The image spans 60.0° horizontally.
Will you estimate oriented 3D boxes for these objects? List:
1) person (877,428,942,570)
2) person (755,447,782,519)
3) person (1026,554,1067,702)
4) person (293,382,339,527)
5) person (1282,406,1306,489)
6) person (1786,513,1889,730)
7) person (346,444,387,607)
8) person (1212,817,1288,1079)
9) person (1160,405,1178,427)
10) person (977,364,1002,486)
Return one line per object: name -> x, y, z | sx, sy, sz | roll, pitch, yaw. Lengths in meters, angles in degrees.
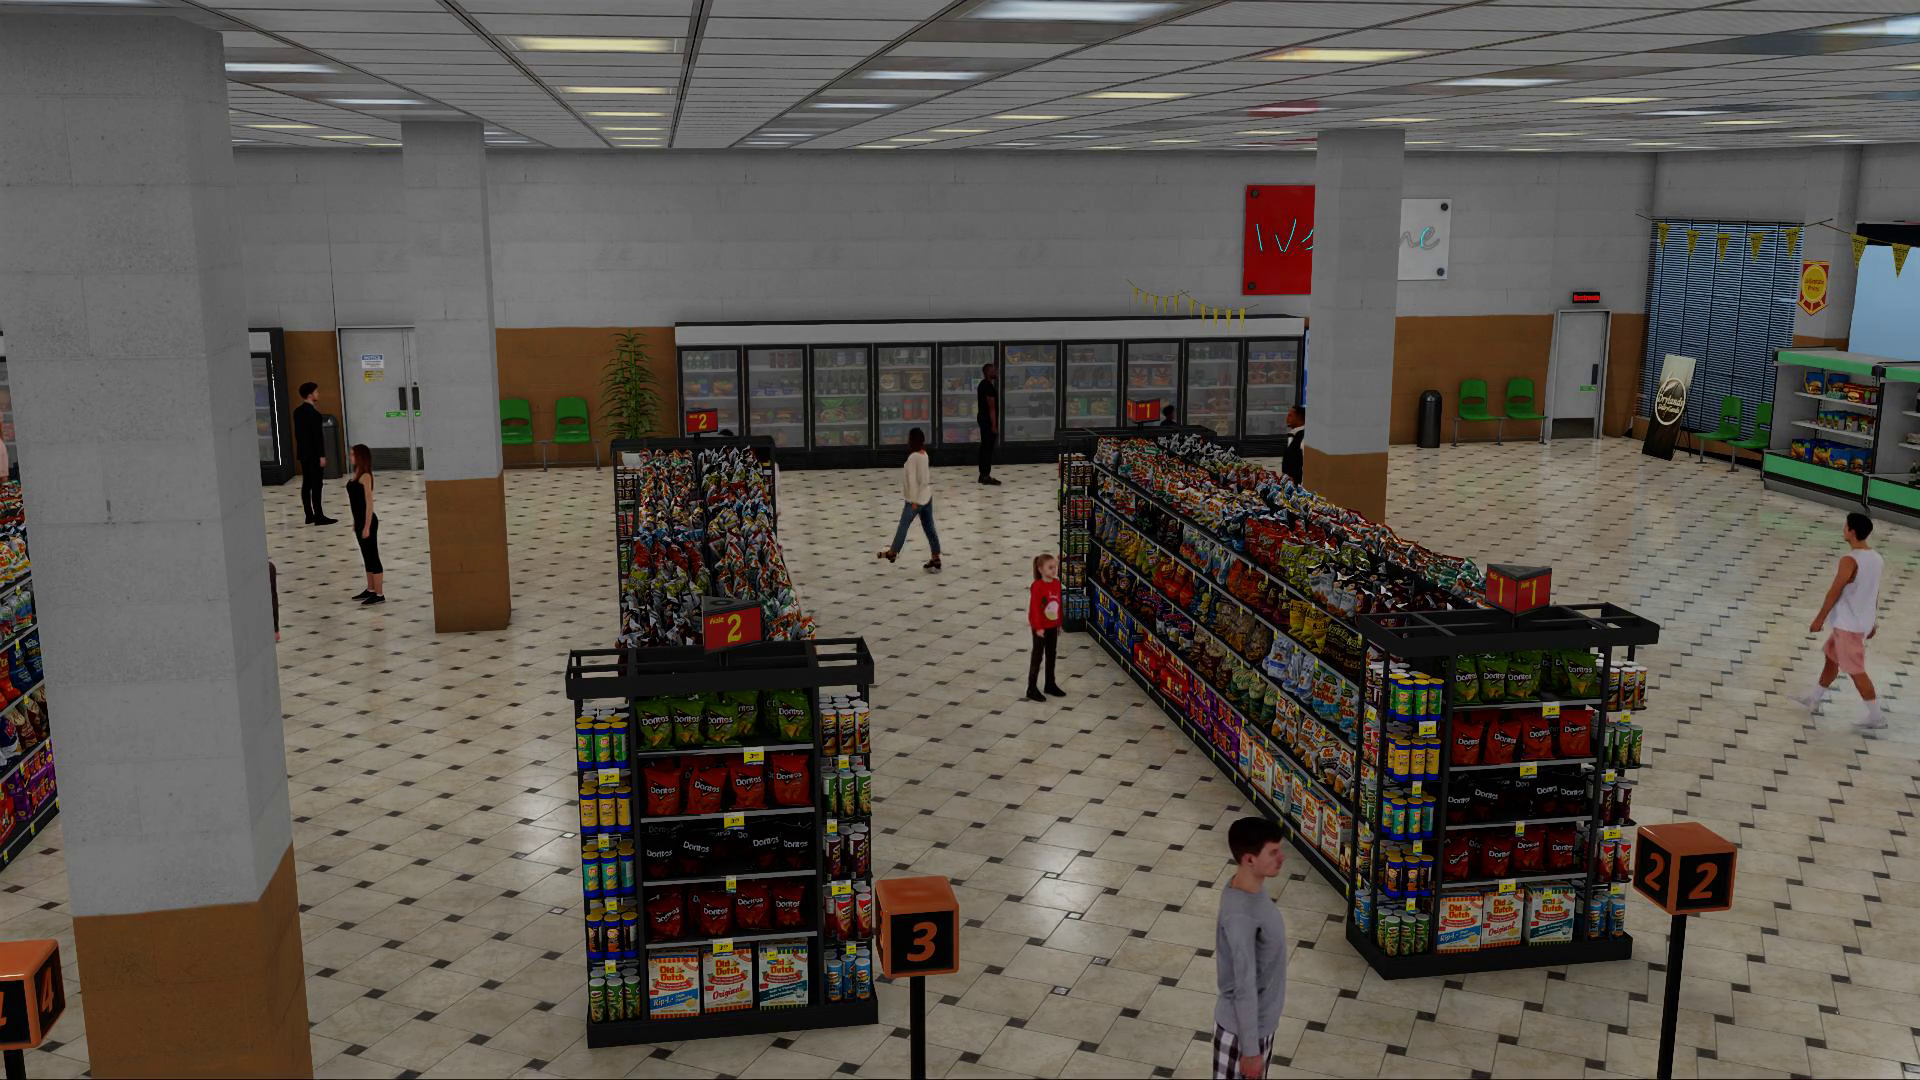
person -> -0.404, -0.449, 19.303 | 1.065, 1.645, 1.079 | 6, 13, 25
person -> -2.209, -0.353, 18.882 | 0.787, 1.630, 0.746 | 10, 15, 39
person -> 0.743, 0.748, 14.504 | 0.583, 1.280, 0.622 | -10, 16, -41
person -> -8.596, -1.149, 22.027 | 0.770, 1.893, 0.847 | 10, 15, 39
person -> 3.941, -0.612, 19.420 | 0.756, 1.916, 0.509 | -3, 12, -12
person -> 7.346, 0.707, 13.571 | 0.973, 1.746, 1.222 | -8, 14, -33
person -> -6.358, -0.177, 17.813 | 0.703, 1.726, 0.581 | -8, 14, -33
person -> 1.196, 2.039, 6.997 | 0.757, 1.847, 0.618 | 3, 12, 14
person -> 3.083, -1.366, 24.566 | 0.669, 1.271, 0.590 | -10, 15, -39
person -> 0.419, -1.757, 25.094 | 0.727, 1.819, 0.495 | -3, 12, -12
